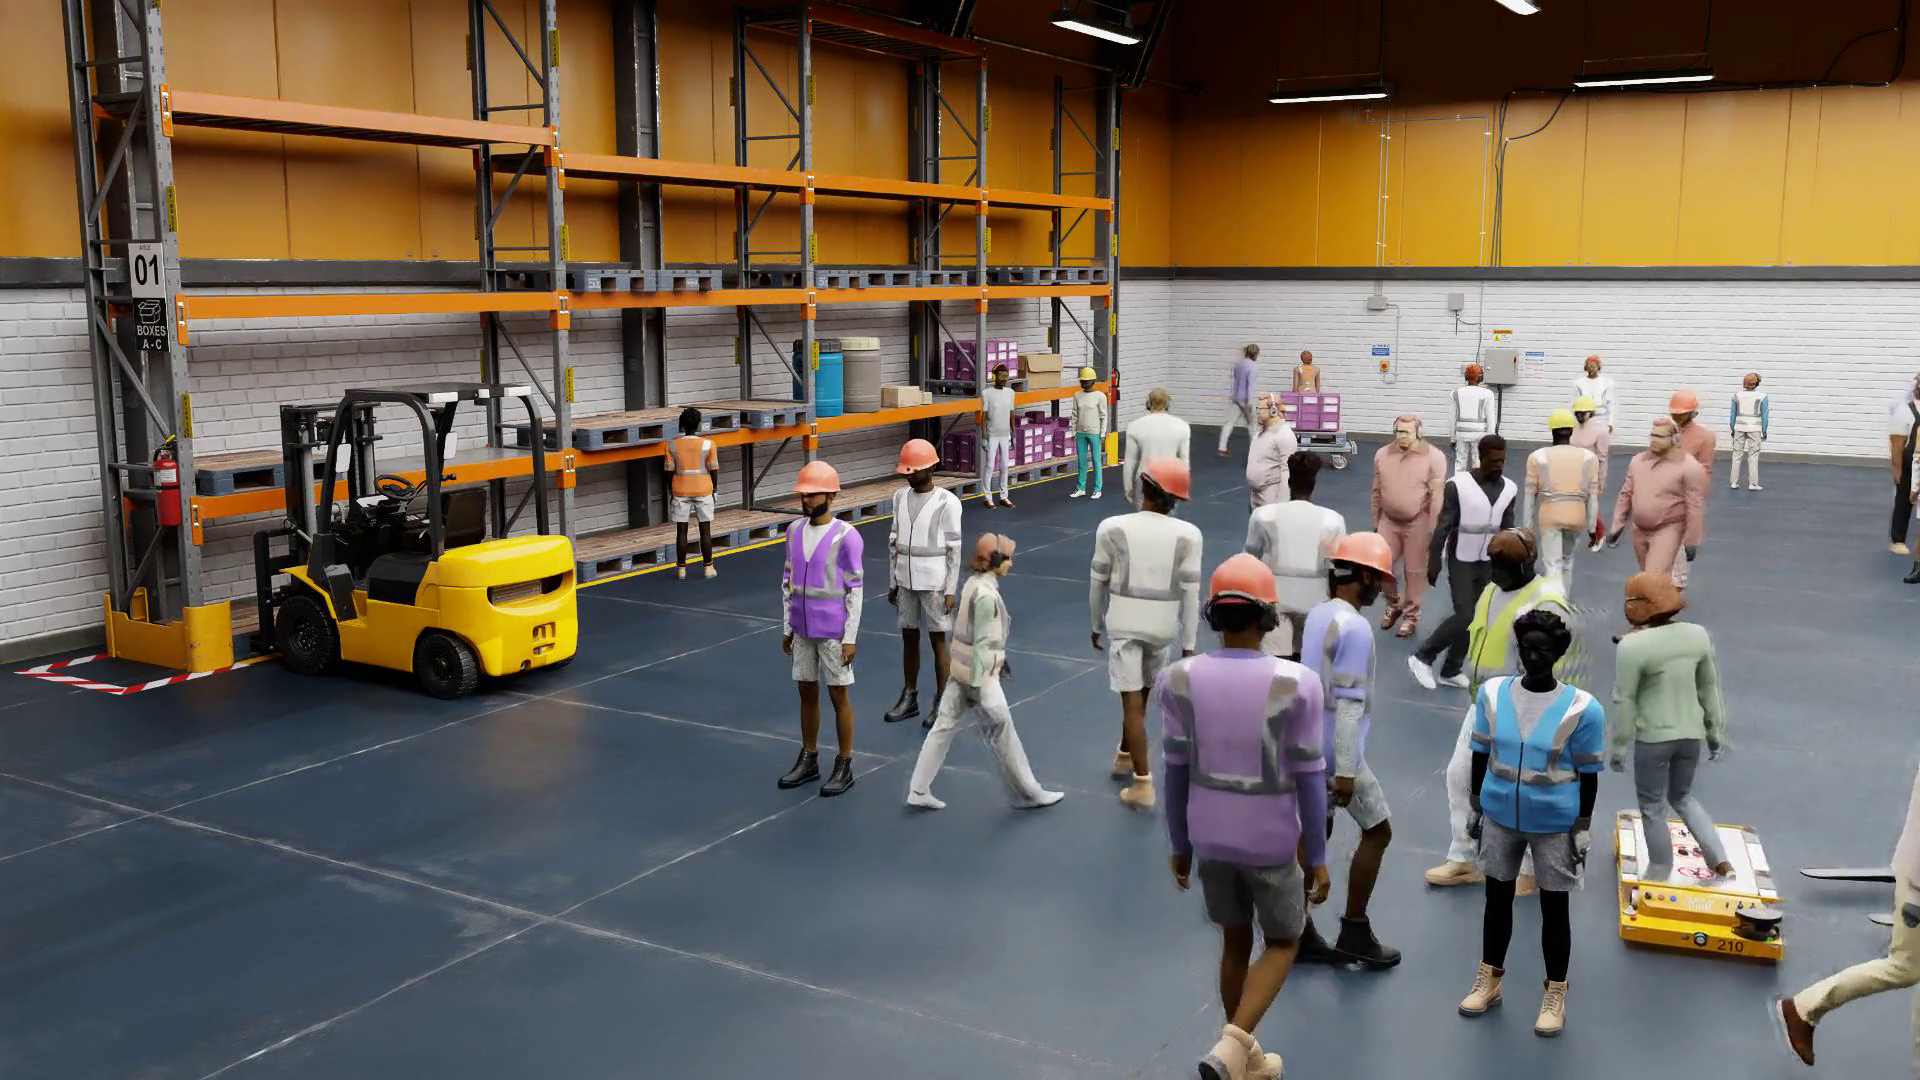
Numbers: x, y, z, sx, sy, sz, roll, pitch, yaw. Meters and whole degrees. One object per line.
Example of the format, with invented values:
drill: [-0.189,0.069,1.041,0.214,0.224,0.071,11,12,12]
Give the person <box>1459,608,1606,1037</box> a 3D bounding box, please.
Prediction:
person: [2.269,1.108,6.622,0.537,1.700,0.317,7,12,38]

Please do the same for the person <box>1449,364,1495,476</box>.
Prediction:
person: [6.424,-1.266,20.876,0.575,1.883,0.355,6,11,35]

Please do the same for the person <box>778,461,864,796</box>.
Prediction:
person: [-0.816,0.506,9.626,0.545,1.942,0.354,6,11,32]

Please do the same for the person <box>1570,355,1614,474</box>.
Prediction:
person: [8.937,-1.687,23.534,0.588,1.870,0.730,3,10,20]

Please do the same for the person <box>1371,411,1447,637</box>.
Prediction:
person: [3.683,-0.127,13.785,0.645,1.880,0.424,6,11,35]

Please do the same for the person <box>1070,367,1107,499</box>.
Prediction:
person: [1.709,-1.423,22.221,0.533,1.765,0.324,6,11,35]

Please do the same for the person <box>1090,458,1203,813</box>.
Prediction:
person: [1.049,0.505,9.539,0.602,1.963,0.930,-1,9,-6]

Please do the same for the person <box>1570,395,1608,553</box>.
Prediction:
person: [6.627,-0.677,17.644,0.527,1.742,0.779,8,12,43]

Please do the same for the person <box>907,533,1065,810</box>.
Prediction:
person: [0.108,0.746,9.233,0.897,1.582,0.525,-2,9,-12]

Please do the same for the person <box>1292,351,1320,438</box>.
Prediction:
person: [6.166,-2.549,29.629,0.512,1.642,0.312,-2,9,-10]

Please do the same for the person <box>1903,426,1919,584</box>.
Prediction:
person: [9.426,-0.509,15.981,0.377,1.932,0.552,-9,13,-43]

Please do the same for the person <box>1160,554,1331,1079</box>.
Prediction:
person: [0.976,1.068,5.880,0.649,2.016,0.658,6,11,32]

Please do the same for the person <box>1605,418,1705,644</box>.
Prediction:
person: [5.486,-0.039,13.274,0.935,1.865,0.653,-4,10,-26]

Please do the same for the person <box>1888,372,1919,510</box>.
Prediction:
person: [11.282,-1.044,19.525,0.718,1.872,0.820,2,9,12]

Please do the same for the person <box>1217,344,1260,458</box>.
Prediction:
person: [4.636,-2.258,27.128,1.052,1.875,0.693,-4,10,-26]

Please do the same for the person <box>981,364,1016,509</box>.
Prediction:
person: [0.495,-1.325,21.315,0.513,1.862,0.327,-5,10,-29]

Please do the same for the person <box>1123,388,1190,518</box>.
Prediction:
person: [1.911,-0.523,16.198,0.663,1.895,0.488,1,9,4]

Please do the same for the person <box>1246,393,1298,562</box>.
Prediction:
person: [2.856,-0.405,15.441,0.401,1.905,0.682,-3,9,-15]

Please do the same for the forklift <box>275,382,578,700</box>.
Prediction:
forklift: [-3.974,-0.067,12.417,2.313,2.155,1.214,5,11,30]

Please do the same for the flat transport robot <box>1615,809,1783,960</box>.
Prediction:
flat transport robot: [3.498,1.607,7.950,0.652,0.197,1.431,3,10,20]

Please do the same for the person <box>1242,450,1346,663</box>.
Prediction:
person: [2.096,0.388,10.510,0.617,1.907,1.044,0,9,2]

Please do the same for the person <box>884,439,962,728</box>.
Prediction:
person: [-0.258,0.285,11.049,0.542,1.928,0.374,6,11,33]

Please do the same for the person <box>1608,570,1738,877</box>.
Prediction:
person: [3.347,0.956,7.830,0.535,1.608,0.519,-3,10,-17]

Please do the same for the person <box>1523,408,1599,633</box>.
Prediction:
person: [5.067,-0.158,13.986,0.593,1.887,0.889,1,9,5]

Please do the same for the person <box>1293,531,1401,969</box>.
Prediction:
person: [1.689,0.918,7.216,0.651,1.887,0.632,-2,9,-9]

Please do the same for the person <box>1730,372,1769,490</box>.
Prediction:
person: [10.962,-1.505,23.124,0.309,1.639,0.514,-9,13,-43]

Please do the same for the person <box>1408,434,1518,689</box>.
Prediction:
person: [3.678,0.164,11.946,0.637,1.880,0.480,-5,10,-29]

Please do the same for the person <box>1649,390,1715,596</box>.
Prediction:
person: [6.507,-0.393,15.198,0.642,1.949,0.789,9,13,43]

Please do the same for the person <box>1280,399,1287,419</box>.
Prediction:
person: [2.968,-0.452,15.905,0.345,1.847,0.508,0,9,-2]

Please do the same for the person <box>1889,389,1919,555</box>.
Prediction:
person: [10.132,-0.798,17.459,0.691,2.000,1.044,2,9,10]

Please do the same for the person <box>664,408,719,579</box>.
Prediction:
person: [-2.635,-0.454,16.384,0.536,1.697,0.318,-1,9,-3]

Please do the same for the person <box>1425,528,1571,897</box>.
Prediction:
person: [2.559,0.841,7.965,0.690,1.810,0.618,-3,9,-16]

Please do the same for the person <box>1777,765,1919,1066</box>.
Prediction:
person: [3.490,1.231,6.146,0.660,1.609,0.521,7,11,36]
